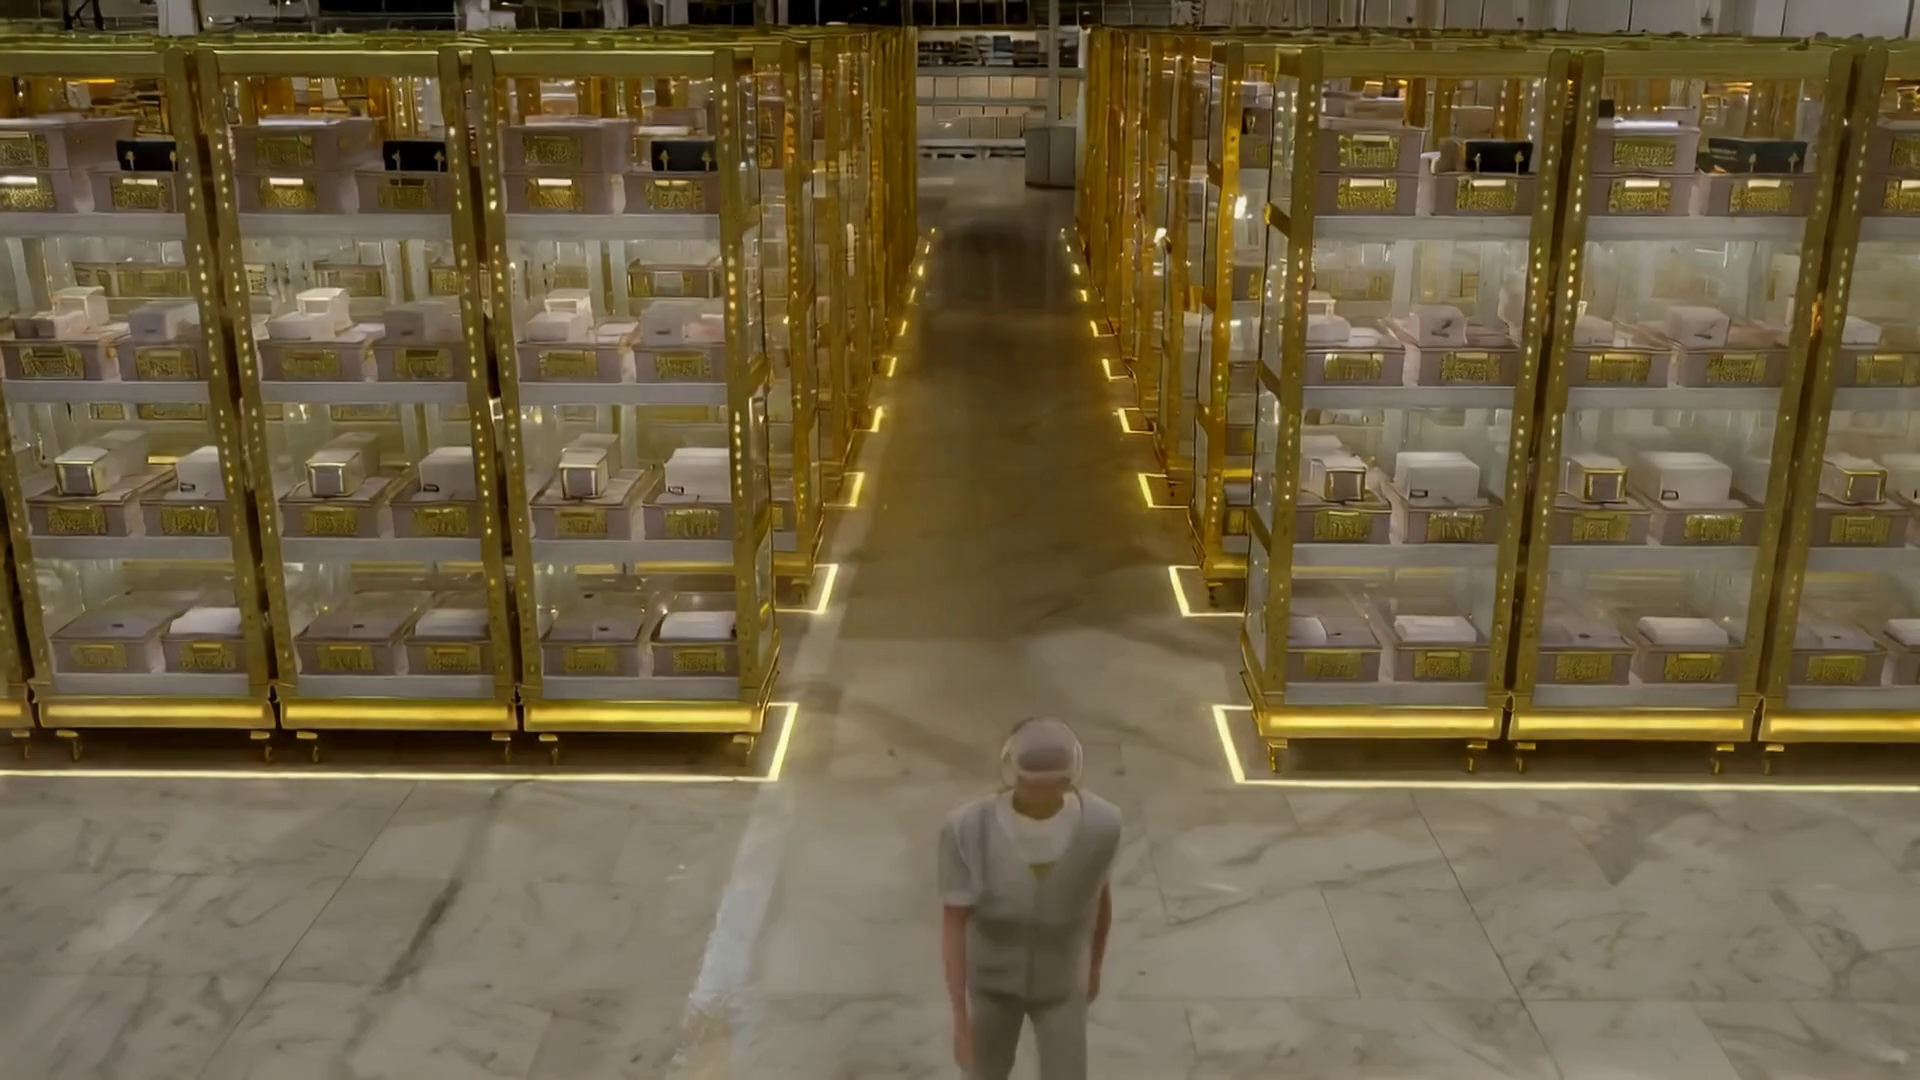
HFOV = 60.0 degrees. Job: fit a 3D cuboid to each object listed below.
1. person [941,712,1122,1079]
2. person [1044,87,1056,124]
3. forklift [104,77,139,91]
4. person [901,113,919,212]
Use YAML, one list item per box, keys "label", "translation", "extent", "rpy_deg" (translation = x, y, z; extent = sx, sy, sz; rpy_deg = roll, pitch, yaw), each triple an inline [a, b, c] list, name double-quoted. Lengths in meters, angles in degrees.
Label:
- label: "person"
  translation: [0.205, 1.336, 5.154]
  extent: [0.567, 1.809, 0.932]
  rpy_deg: [-2, 18, -8]
- label: "person"
  translation: [2.597, -12.575, 49.328]
  extent: [0.999, 1.890, 0.649]
  rpy_deg: [4, 18, 13]
- label: "forklift"
  translation: [-24.523, -12.907, 48.772]
  extent: [1.129, 2.768, 1.873]
  rpy_deg: [-6, 19, -20]
- label: "person"
  translation: [-1.076, -7.482, 32.936]
  extent: [0.612, 1.997, 0.375]
  rpy_deg: [-16, 23, -41]
